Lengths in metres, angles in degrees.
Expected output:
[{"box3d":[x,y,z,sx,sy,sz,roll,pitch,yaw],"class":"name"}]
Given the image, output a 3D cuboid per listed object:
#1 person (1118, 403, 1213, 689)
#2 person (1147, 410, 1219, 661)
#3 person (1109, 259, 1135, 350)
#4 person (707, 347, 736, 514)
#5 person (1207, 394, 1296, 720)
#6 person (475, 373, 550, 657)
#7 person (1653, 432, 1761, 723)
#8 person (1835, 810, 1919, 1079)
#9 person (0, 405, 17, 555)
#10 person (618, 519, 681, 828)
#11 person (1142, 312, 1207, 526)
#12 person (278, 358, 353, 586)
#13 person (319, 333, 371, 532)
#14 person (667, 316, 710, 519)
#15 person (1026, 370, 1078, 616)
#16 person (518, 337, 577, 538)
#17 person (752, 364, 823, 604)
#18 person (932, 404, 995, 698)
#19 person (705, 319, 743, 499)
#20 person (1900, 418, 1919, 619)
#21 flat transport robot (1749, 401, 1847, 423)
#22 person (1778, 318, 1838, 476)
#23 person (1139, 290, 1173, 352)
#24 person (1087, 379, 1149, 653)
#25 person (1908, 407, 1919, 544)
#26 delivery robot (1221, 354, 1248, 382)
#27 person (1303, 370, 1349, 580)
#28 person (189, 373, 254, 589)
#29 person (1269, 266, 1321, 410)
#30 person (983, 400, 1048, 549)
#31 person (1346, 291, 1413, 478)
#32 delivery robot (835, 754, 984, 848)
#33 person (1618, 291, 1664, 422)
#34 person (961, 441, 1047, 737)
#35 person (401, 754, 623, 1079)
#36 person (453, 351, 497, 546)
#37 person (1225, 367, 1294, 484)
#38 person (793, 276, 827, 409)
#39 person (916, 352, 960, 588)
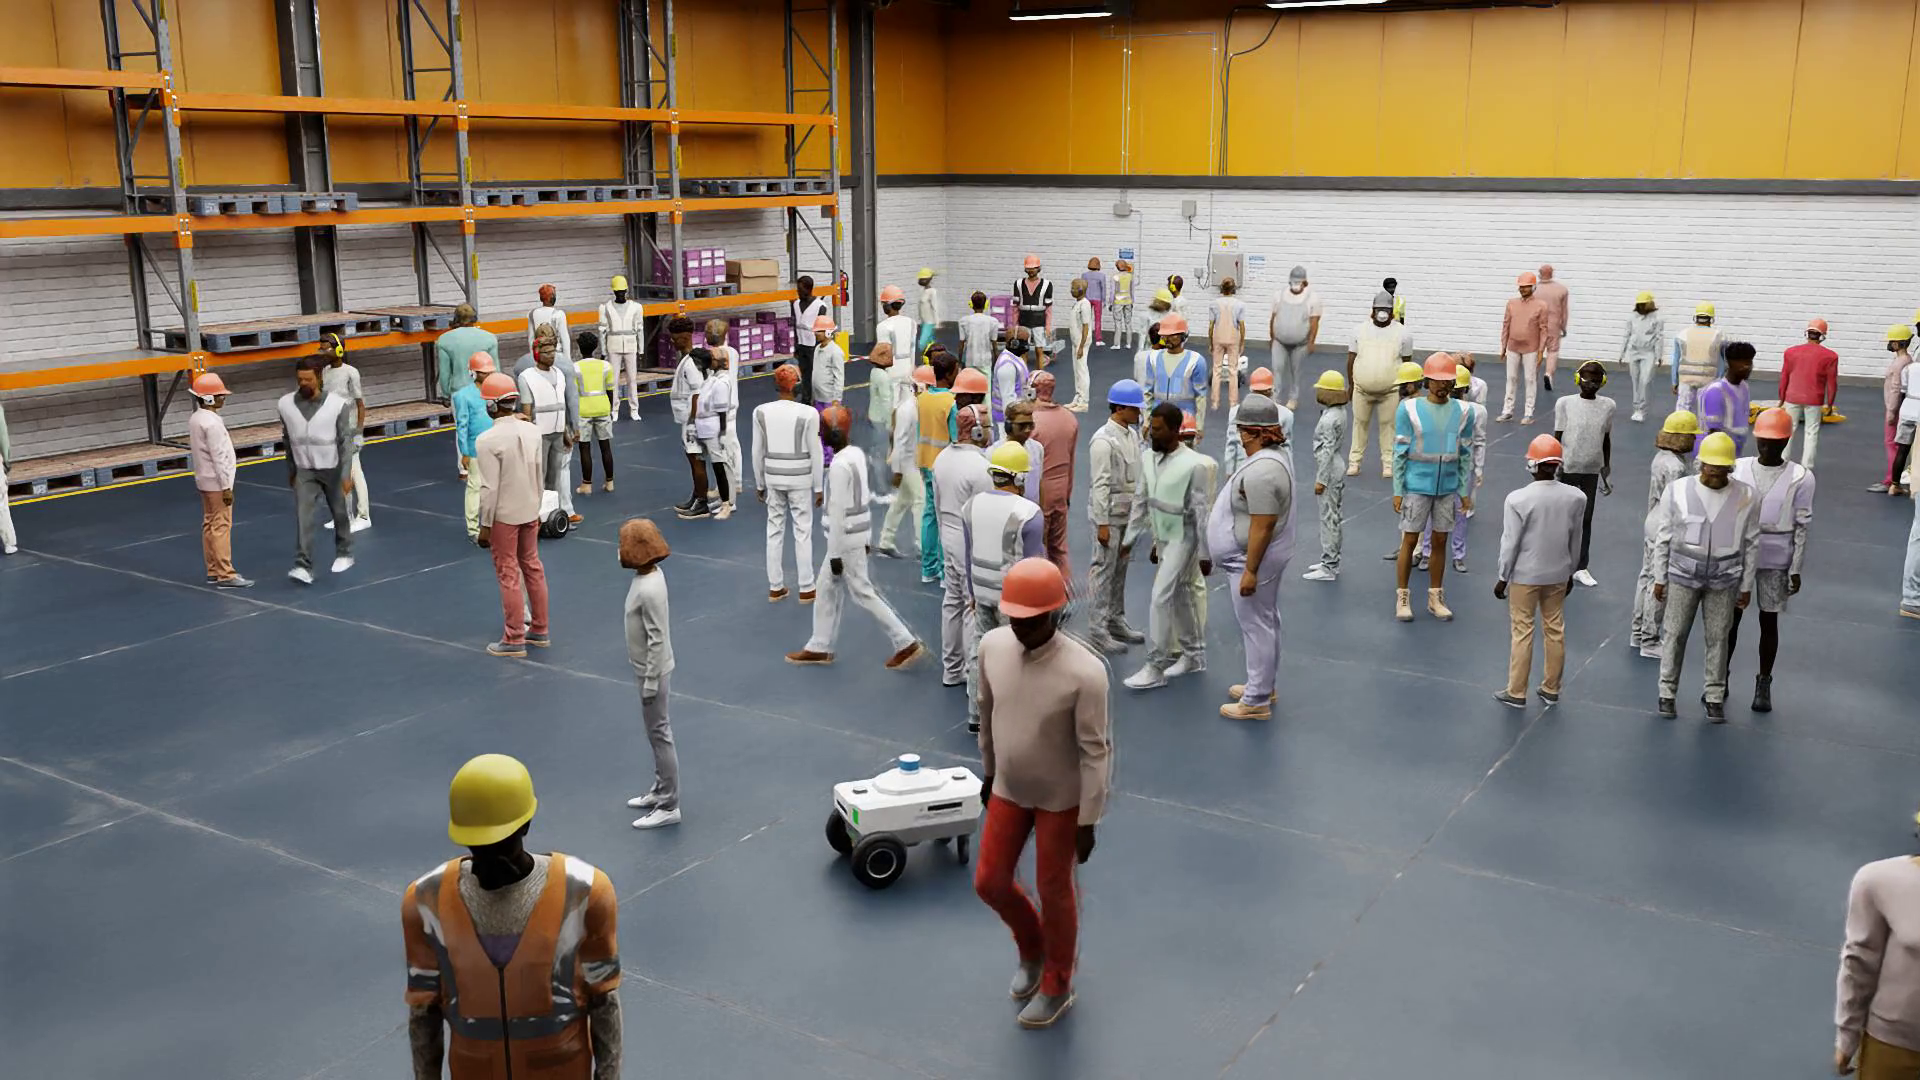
[{"box3d":[1.320,0.035,11.001,0.855,1.888,0.606,-6,14,-25],"class":"person"},{"box3d":[1.537,-0.033,11.580,0.565,1.749,0.325,-11,17,-40],"class":"person"},{"box3d":[2.944,-4.276,30.237,0.511,1.640,0.307,-6,14,-25],"class":"person"},{"box3d":[-2.358,-1.084,16.382,0.306,1.641,0.522,-4,13,-15],"class":"person"},{"box3d":[1.809,0.095,10.393,0.535,2.000,0.686,5,14,19],"class":"person"},{"box3d":[-3.164,-0.176,11.667,0.397,1.992,0.621,6,14,25],"class":"person"},{"box3d":[4.605,0.226,10.306,0.594,1.824,0.403,5,14,19],"class":"person"},{"box3d":[2.876,1.502,4.926,0.523,1.757,0.355,6,14,24],"class":"person"},{"box3d":[-8.554,-0.650,14.500,0.512,1.642,0.312,-9,16,-35],"class":"person"},{"box3d":[-1.629,0.690,8.704,0.264,1.632,0.508,-3,13,-14],"class":"person"},{"box3d":[1.991,-1.112,15.624,0.616,2.041,0.383,7,15,29],"class":"person"},{"box3d":[-5.290,-0.569,13.676,0.598,1.856,1.039,0,13,-2],"class":"person"},{"box3d":[-5.774,-1.009,15.557,0.526,1.869,0.315,8,15,32],"class":"person"},{"box3d":[-2.624,-1.190,16.131,0.364,1.962,0.612,-3,13,-13],"class":"person"},{"box3d":[0.596,-0.322,12.497,0.403,1.906,0.652,11,17,40],"class":"person"},{"box3d":[-3.837,-0.962,15.406,0.390,1.846,0.564,6,14,25],"class":"person"},{"box3d":[-1.338,-0.433,13.031,0.576,1.881,0.352,4,14,18],"class":"person"},{"box3d":[0.091,0.068,10.805,0.406,1.910,0.636,-7,15,-29],"class":"person"},{"box3d":[-2.440,-1.337,17.034,0.329,1.843,0.516,6,14,23],"class":"person"},{"box3d":[7.413,-0.398,12.625,0.375,1.997,0.609,8,15,32],"class":"person"},{"box3d":[10.926,-1.716,22.125,1.431,0.197,0.652,-1,13,-4],"class":"flat transport robot"},{"box3d":[9.283,-1.560,18.229,0.577,1.738,0.354,10,16,36],"class":"person"},{"box3d":[2.670,-2.528,22.515,0.536,1.690,0.891,0,13,0],"class":"person"},{"box3d":[1.116,-0.175,11.798,0.416,1.939,0.604,7,15,28],"class":"person"},{"box3d":[7.889,-0.511,13.318,0.641,1.908,0.407,-11,17,-39],"class":"person"},{"box3d":[4.145,-2.681,25.485,0.477,0.478,0.707,7,15,28],"class":"delivery robot"},{"box3d":[3.045,-0.538,13.788,0.289,1.746,0.486,5,14,22],"class":"person"},{"box3d":[-6.035,-0.482,13.523,0.325,1.752,0.563,-11,17,-39],"class":"person"},{"box3d":[4.550,-2.762,22.784,0.698,2.000,0.878,5,14,20],"class":"person"},{"box3d":[0.387,-0.067,11.560,0.515,1.835,0.359,-9,16,-35],"class":"person"},{"box3d":[4.558,-1.695,18.159,0.684,2.000,0.538,4,14,18],"class":"person"},{"box3d":[-0.244,1.301,8.213,0.707,0.478,0.477,-5,14,-20],"class":"delivery robot"},{"box3d":[8.978,-2.426,22.017,0.518,1.717,0.692,12,18,43],"class":"person"},{"box3d":[0.273,0.323,9.905,0.405,1.825,0.588,-13,18,-43],"class":"person"},{"box3d":[-1.225,1.492,4.613,0.586,1.919,0.397,-1,13,-3],"class":"person"},{"box3d":[-4.293,-0.838,15.069,0.340,1.752,0.564,9,16,33],"class":"person"},{"box3d":[2.495,-0.574,13.924,0.559,1.751,0.326,2,13,8],"class":"person"},{"box3d":[-1.998,-2.576,22.262,0.590,1.913,0.393,12,18,42],"class":"person"},{"box3d":[-0.144,-0.567,13.535,0.392,1.919,0.591,-9,16,-35],"class":"person"}]
